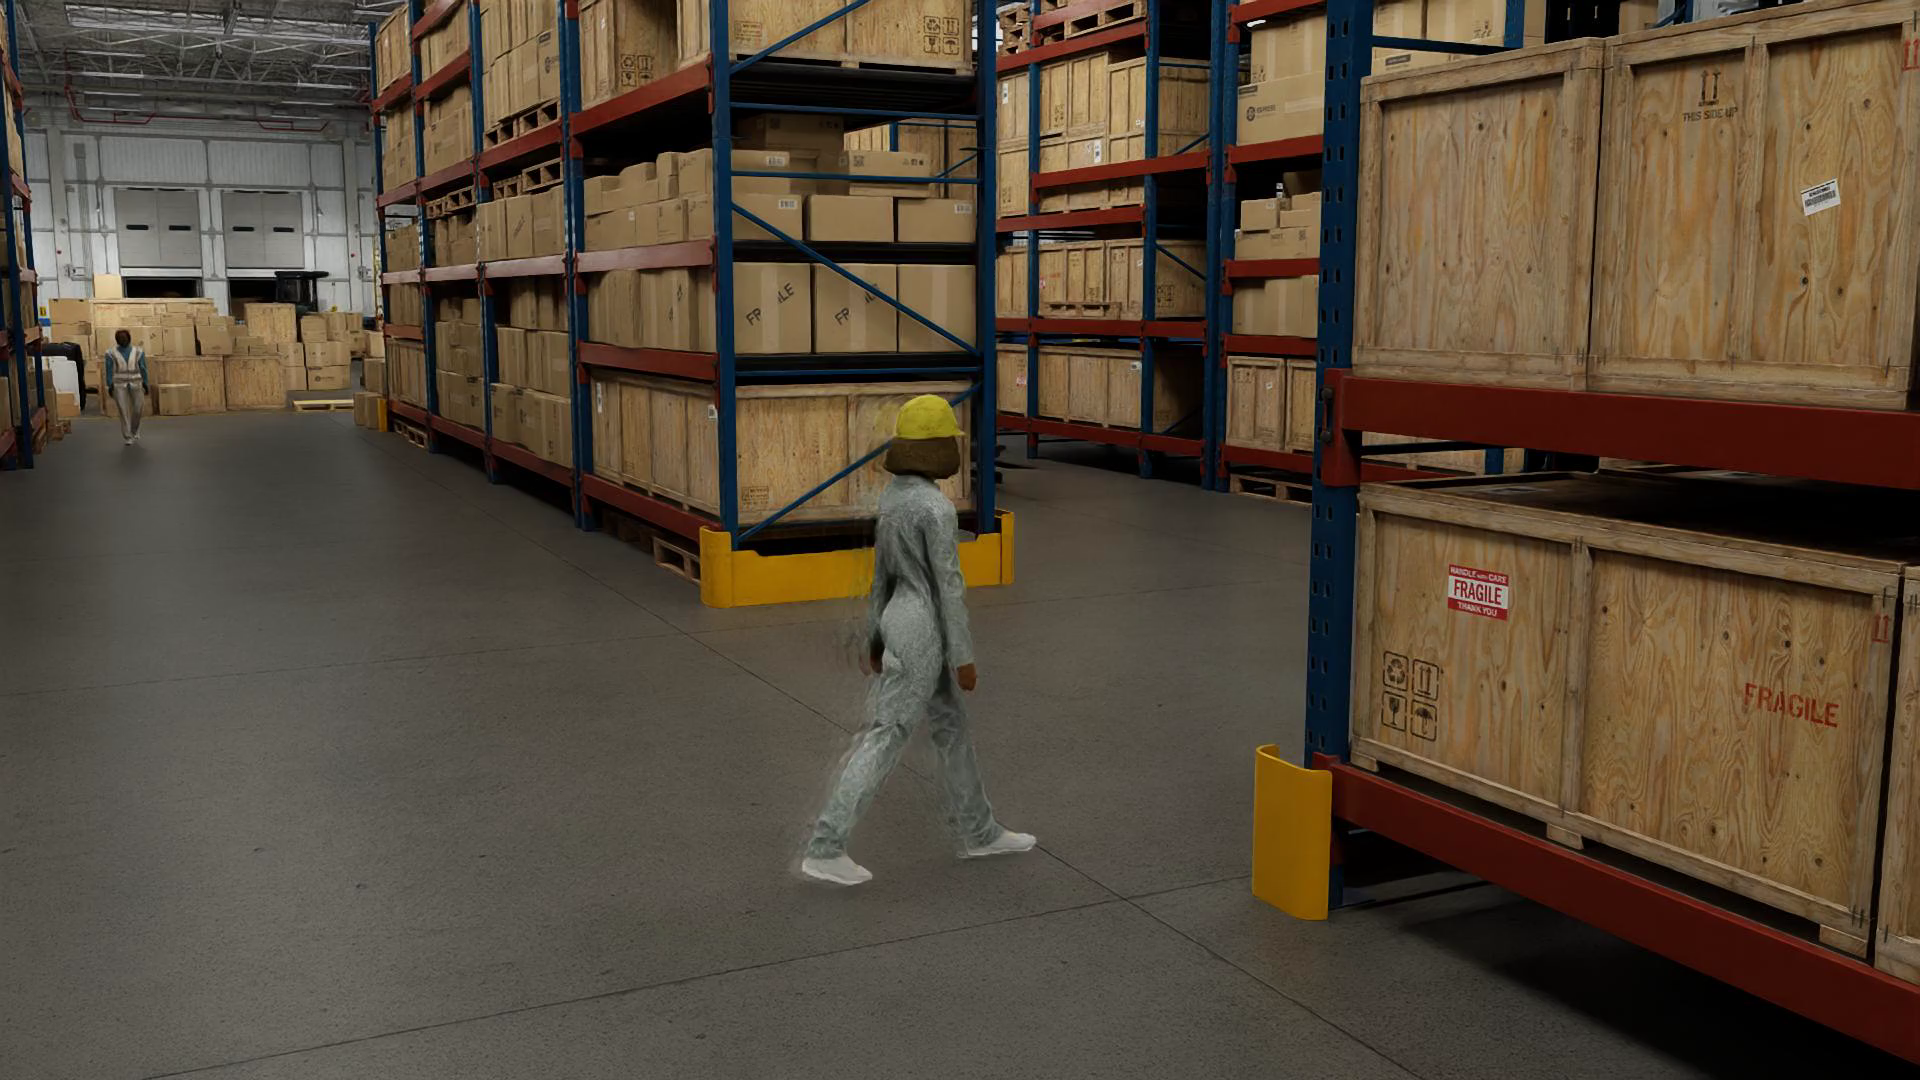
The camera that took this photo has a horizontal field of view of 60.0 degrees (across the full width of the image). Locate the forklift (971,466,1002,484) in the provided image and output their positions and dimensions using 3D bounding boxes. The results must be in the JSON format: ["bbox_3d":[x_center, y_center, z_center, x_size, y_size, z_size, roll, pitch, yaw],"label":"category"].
[{"bbox_3d":[-0.459,-2.050,18.221,1.129,2.768,1.873,-4,9,-26],"label":"forklift"}]

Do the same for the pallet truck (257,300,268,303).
[{"bbox_3d":[-23.913,-7.404,58.171,1.885,1.965,0.823,-1,8,-9],"label":"pallet truck"}]

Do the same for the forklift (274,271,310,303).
[{"bbox_3d":[-19.394,-6.432,48.444,1.873,2.768,1.129,6,10,35],"label":"forklift"}]

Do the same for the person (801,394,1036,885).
[{"bbox_3d":[-0.158,0.344,5.788,0.919,1.699,0.492,-3,9,-22],"label":"person"}]

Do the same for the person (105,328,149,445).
[{"bbox_3d":[-11.557,-2.130,23.071,0.531,1.622,0.423,-5,10,-33],"label":"person"}]
